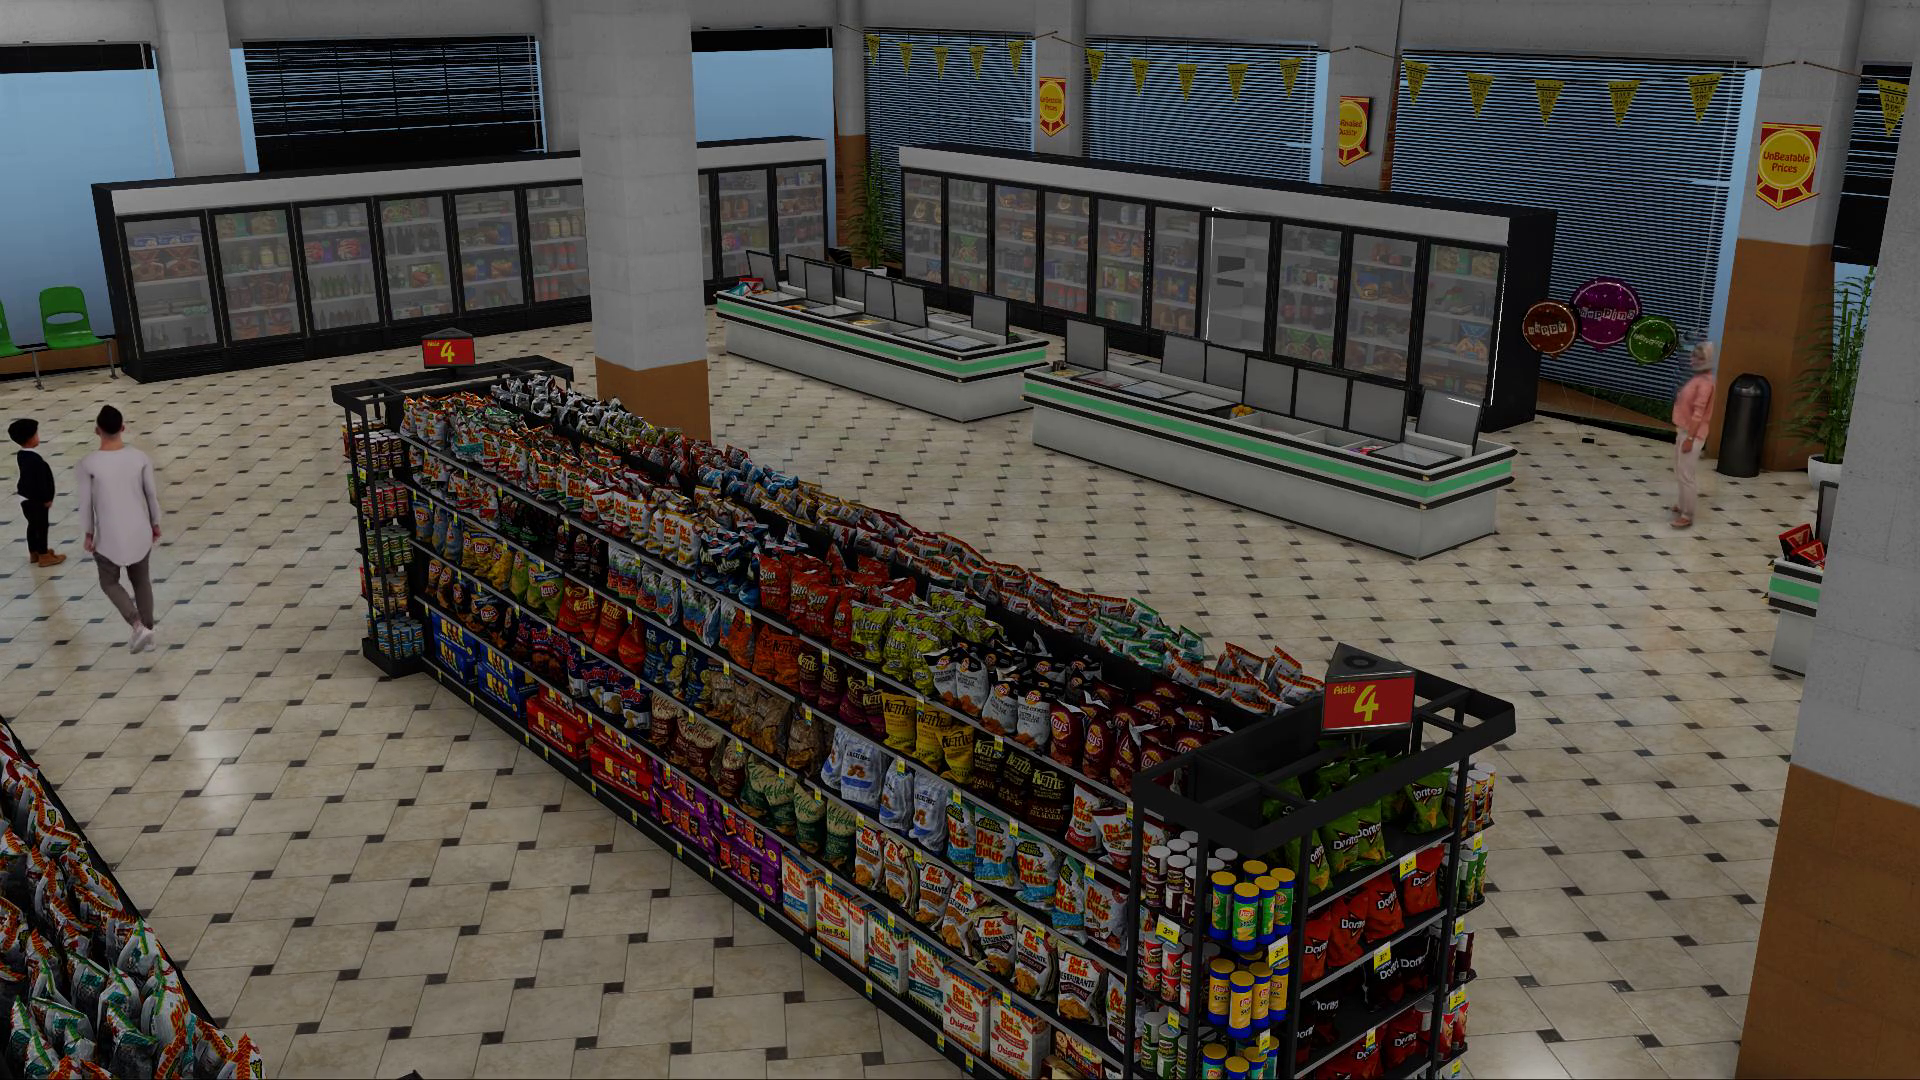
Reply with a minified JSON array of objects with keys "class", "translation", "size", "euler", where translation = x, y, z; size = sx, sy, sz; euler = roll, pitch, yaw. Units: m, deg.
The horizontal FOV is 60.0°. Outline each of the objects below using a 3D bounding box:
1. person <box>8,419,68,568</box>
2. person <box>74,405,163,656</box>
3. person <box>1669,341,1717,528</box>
[{"class":"person","translation":[-7.661,-0.395,13.743],"size":[0.455,1.219,0.599],"euler":[14,23,35]},{"class":"person","translation":[-5.875,-0.031,11.712],"size":[0.709,1.827,0.860],"euler":[-17,25,-41]},{"class":"person","translation":[6.432,-0.939,14.613],"size":[0.829,1.694,0.816],"euler":[7,20,20]}]
